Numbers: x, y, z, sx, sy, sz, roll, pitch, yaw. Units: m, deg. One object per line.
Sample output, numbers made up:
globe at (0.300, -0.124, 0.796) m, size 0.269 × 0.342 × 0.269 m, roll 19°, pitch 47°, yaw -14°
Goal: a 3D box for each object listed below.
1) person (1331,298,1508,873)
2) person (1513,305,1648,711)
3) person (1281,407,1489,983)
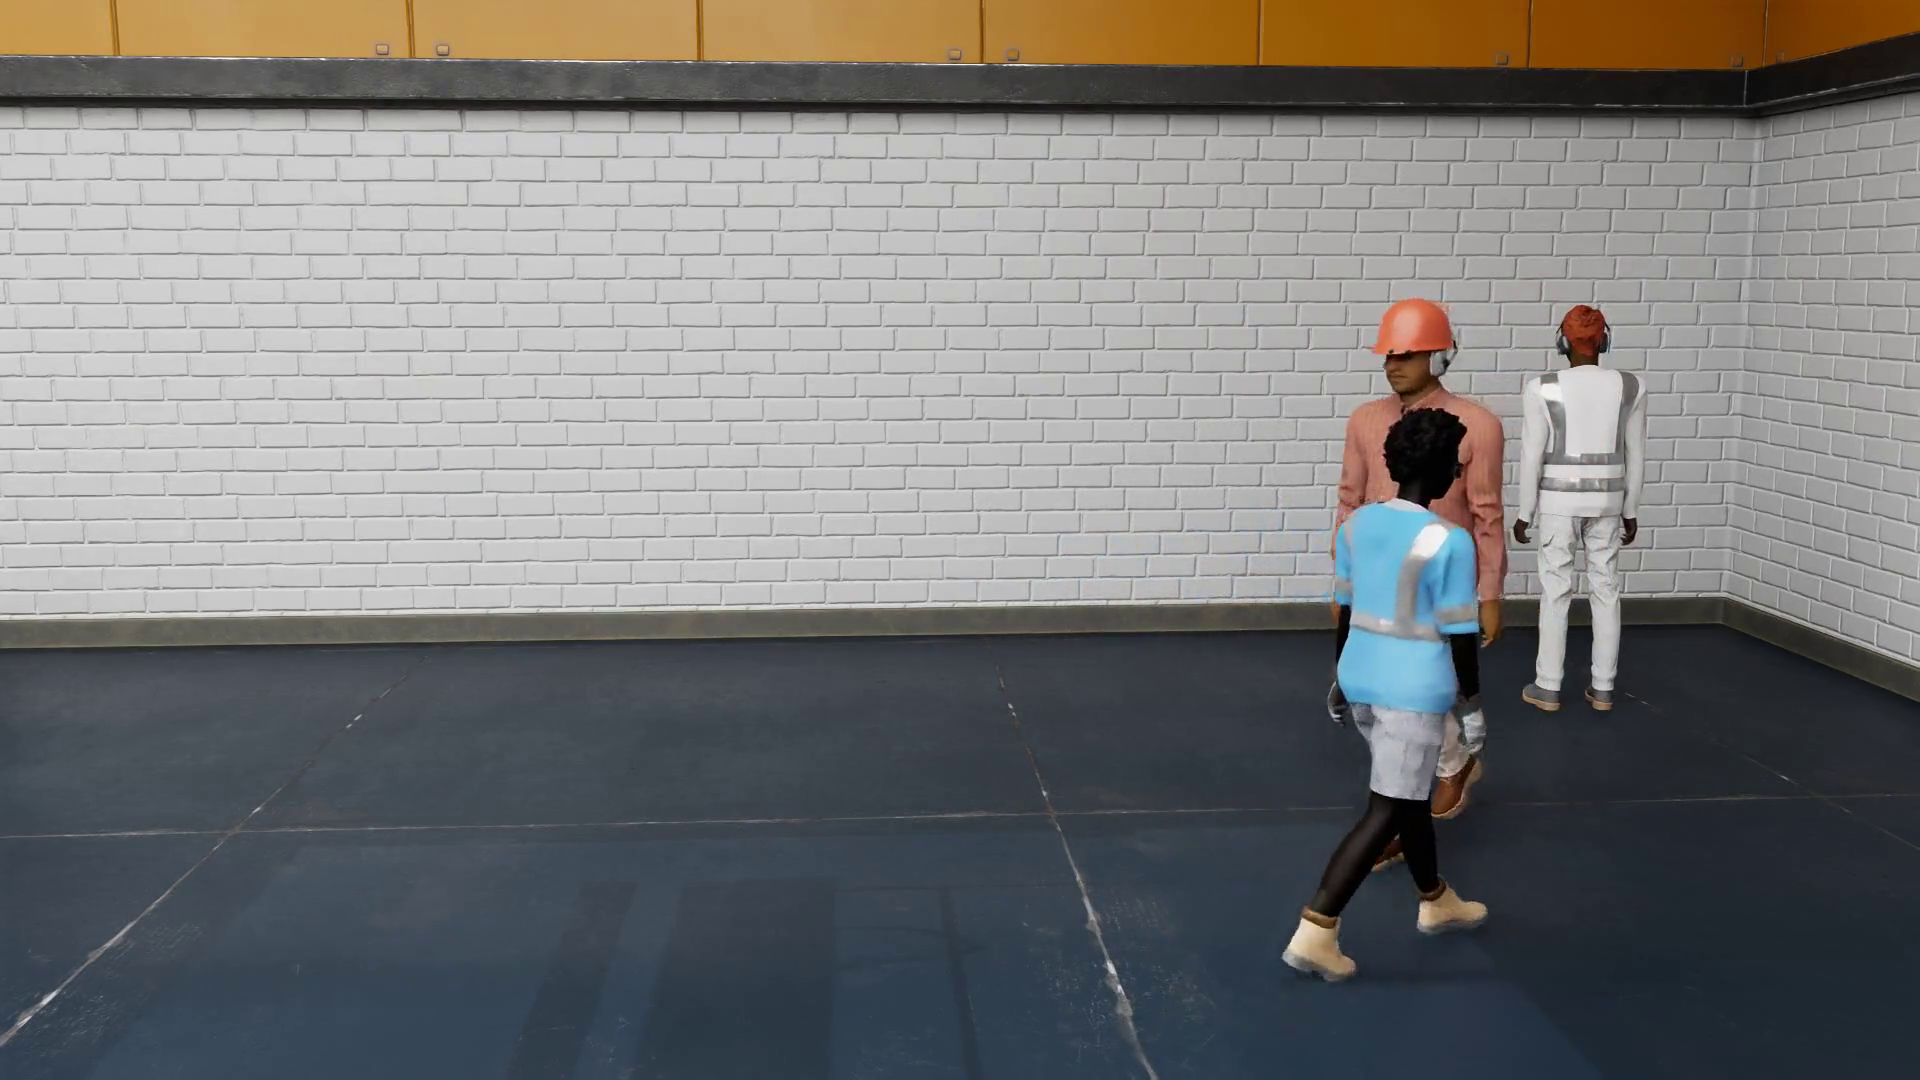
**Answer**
person at (1.640, 0.123, 5.880) m, size 0.983 × 1.958 × 0.634 m, roll -8°, pitch 12°, yaw -40°
person at (2.871, -0.141, 7.723) m, size 0.572 × 1.887 × 0.354 m, roll 0°, pitch 9°, yaw 3°
person at (1.269, 0.439, 4.832) m, size 0.852 × 1.649 × 0.536 m, roll -4°, pitch 10°, yaw -22°
